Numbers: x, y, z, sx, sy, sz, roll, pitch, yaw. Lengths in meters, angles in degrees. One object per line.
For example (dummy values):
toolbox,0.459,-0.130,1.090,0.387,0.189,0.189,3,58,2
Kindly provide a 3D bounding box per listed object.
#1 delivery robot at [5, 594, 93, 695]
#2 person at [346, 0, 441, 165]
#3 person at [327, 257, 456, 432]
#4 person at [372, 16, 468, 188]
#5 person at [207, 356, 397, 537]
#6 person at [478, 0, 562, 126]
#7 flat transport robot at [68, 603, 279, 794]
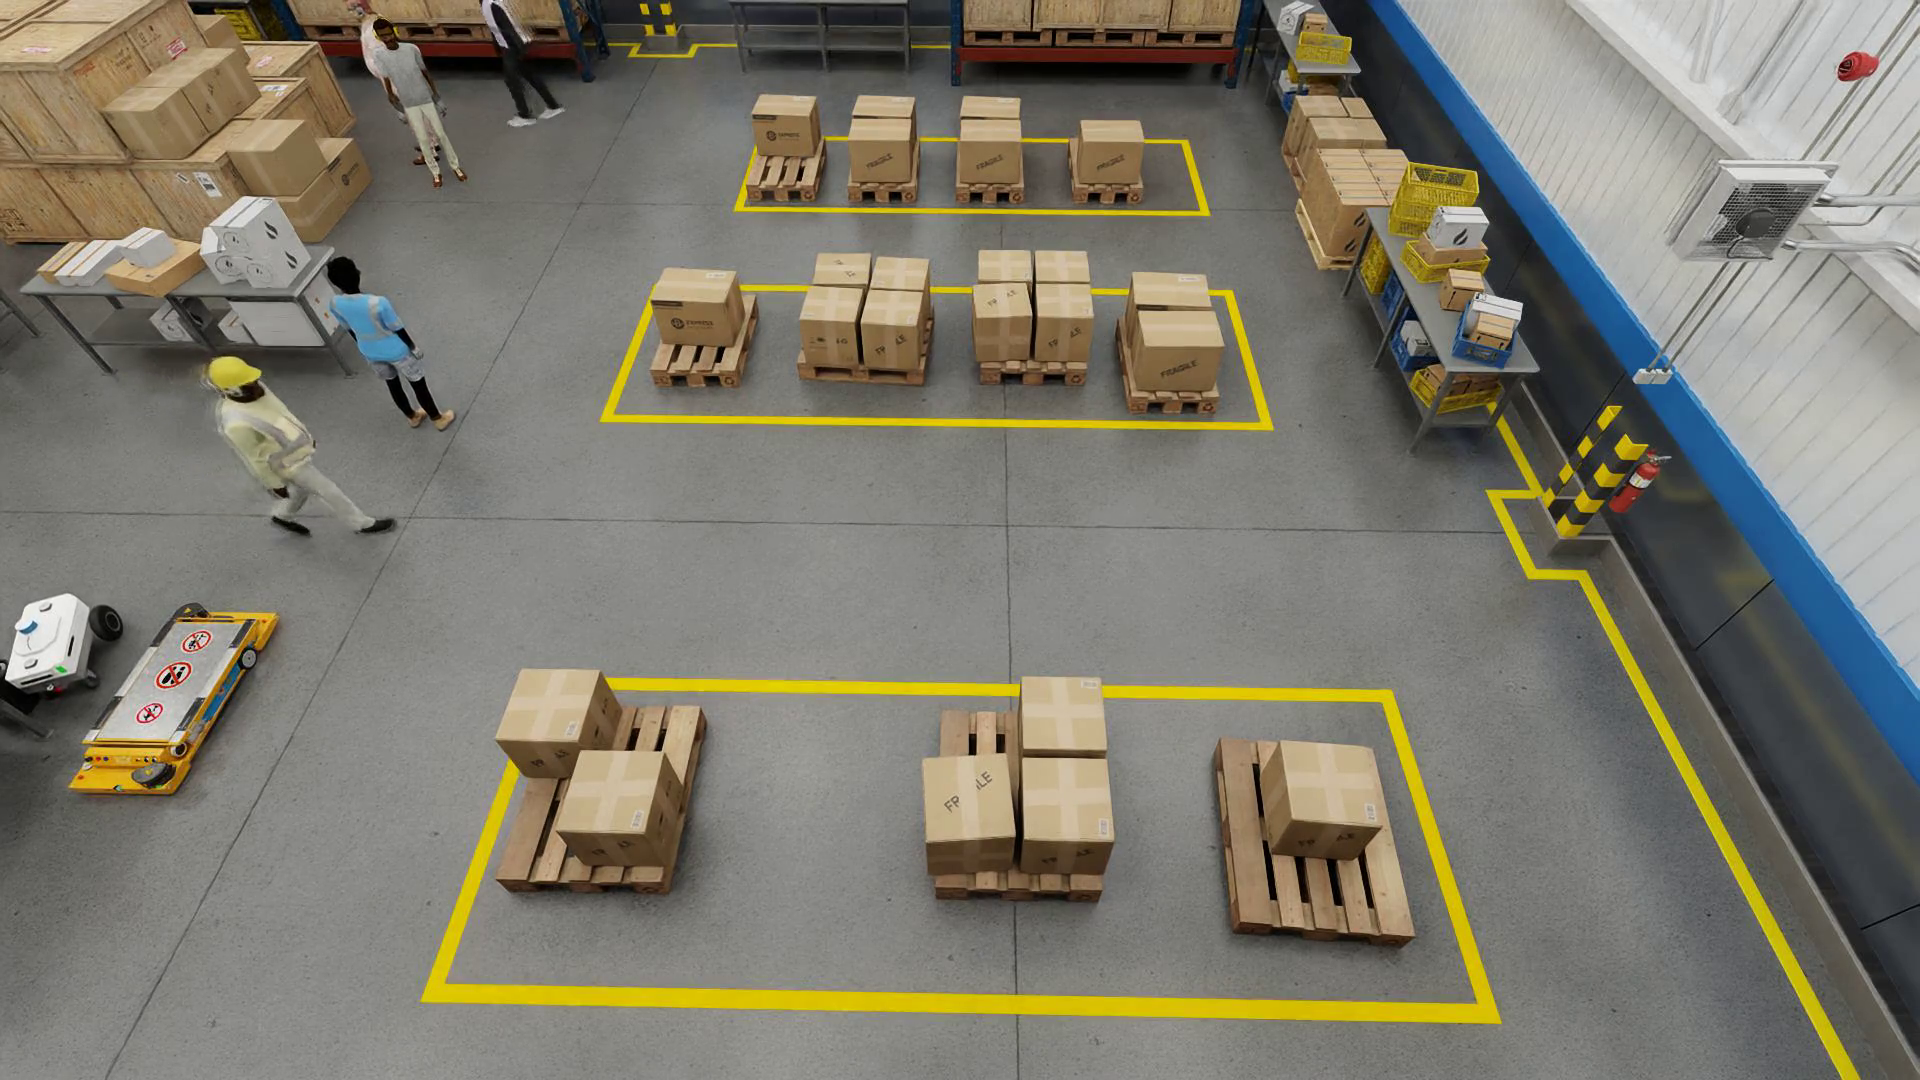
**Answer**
delivery robot,-6.444,0.732,6.485,0.477,0.478,0.707,-18,52,-15
person,-6.758,-5.474,10.922,0.404,1.903,0.667,-13,51,-11
person,-4.874,-1.623,7.799,0.535,1.695,0.319,5,50,4
person,-6.243,-5.025,10.562,0.533,1.868,0.310,-24,54,-19
person,-5.128,-0.636,6.894,0.842,1.803,0.606,-14,51,-12
person,-5.719,-6.235,11.584,0.842,1.870,0.612,-21,53,-17
flat transport robot,-5.504,1.072,6.442,0.652,0.197,1.431,1,50,1
